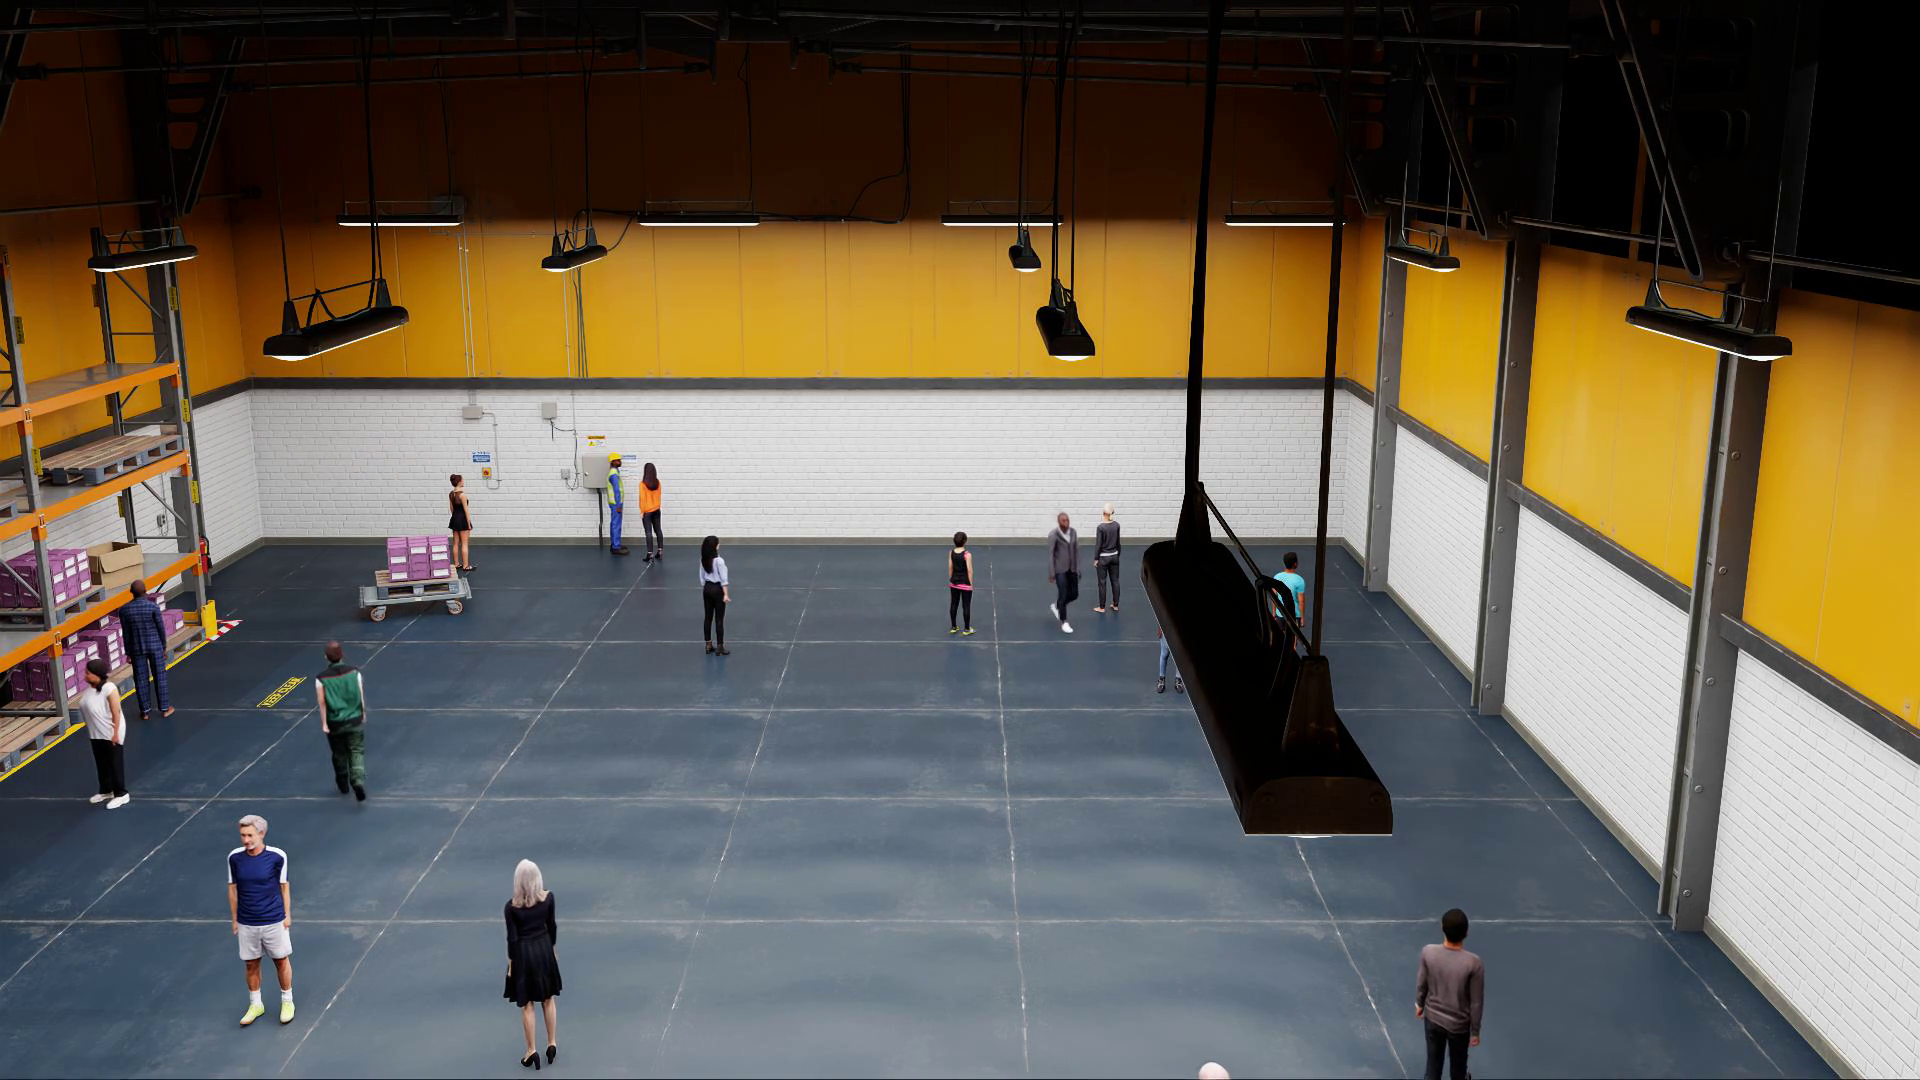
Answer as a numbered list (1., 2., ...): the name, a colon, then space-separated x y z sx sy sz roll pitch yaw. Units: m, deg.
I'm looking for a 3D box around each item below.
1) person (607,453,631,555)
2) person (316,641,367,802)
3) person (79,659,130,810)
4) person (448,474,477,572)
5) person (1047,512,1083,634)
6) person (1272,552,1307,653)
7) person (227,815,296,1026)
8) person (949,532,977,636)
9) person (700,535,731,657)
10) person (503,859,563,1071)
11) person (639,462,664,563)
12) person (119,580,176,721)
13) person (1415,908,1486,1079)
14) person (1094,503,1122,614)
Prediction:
1. person: -6.121 -0.671 29.630 0.769 1.813 0.590 -3 14 -12
2. person: -6.828 2.026 18.477 0.929 1.820 1.158 -6 15 -24
3. person: -9.468 2.114 18.400 0.763 1.687 0.802 10 17 35
4. person: -8.549 -0.310 28.436 0.677 1.675 0.712 9 16 33
5. person: 1.532 0.457 24.993 0.991 1.803 1.081 -9 16 -31
6. person: 4.473 1.032 22.683 0.691 1.774 0.713 10 17 36
7. person: -5.818 3.136 13.857 0.659 1.839 0.591 -2 14 -7
8. person: 0.009 0.628 24.824 0.627 1.552 0.662 9 16 33
9. person: -3.523 0.782 23.782 0.730 1.743 0.753 10 17 35
10. person: -3.388 3.346 13.184 0.706 1.746 0.746 -10 17 -36
11. person: -5.399 -0.499 29.059 0.768 1.748 0.687 11 17 38
12. person: -10.350 1.378 21.156 0.741 1.819 0.726 -5 15 -20
13. person: 3.546 3.588 12.213 0.998 1.734 1.179 5 14 19
14. person: 2.310 0.263 25.960 0.680 1.726 0.662 -6 15 -24
